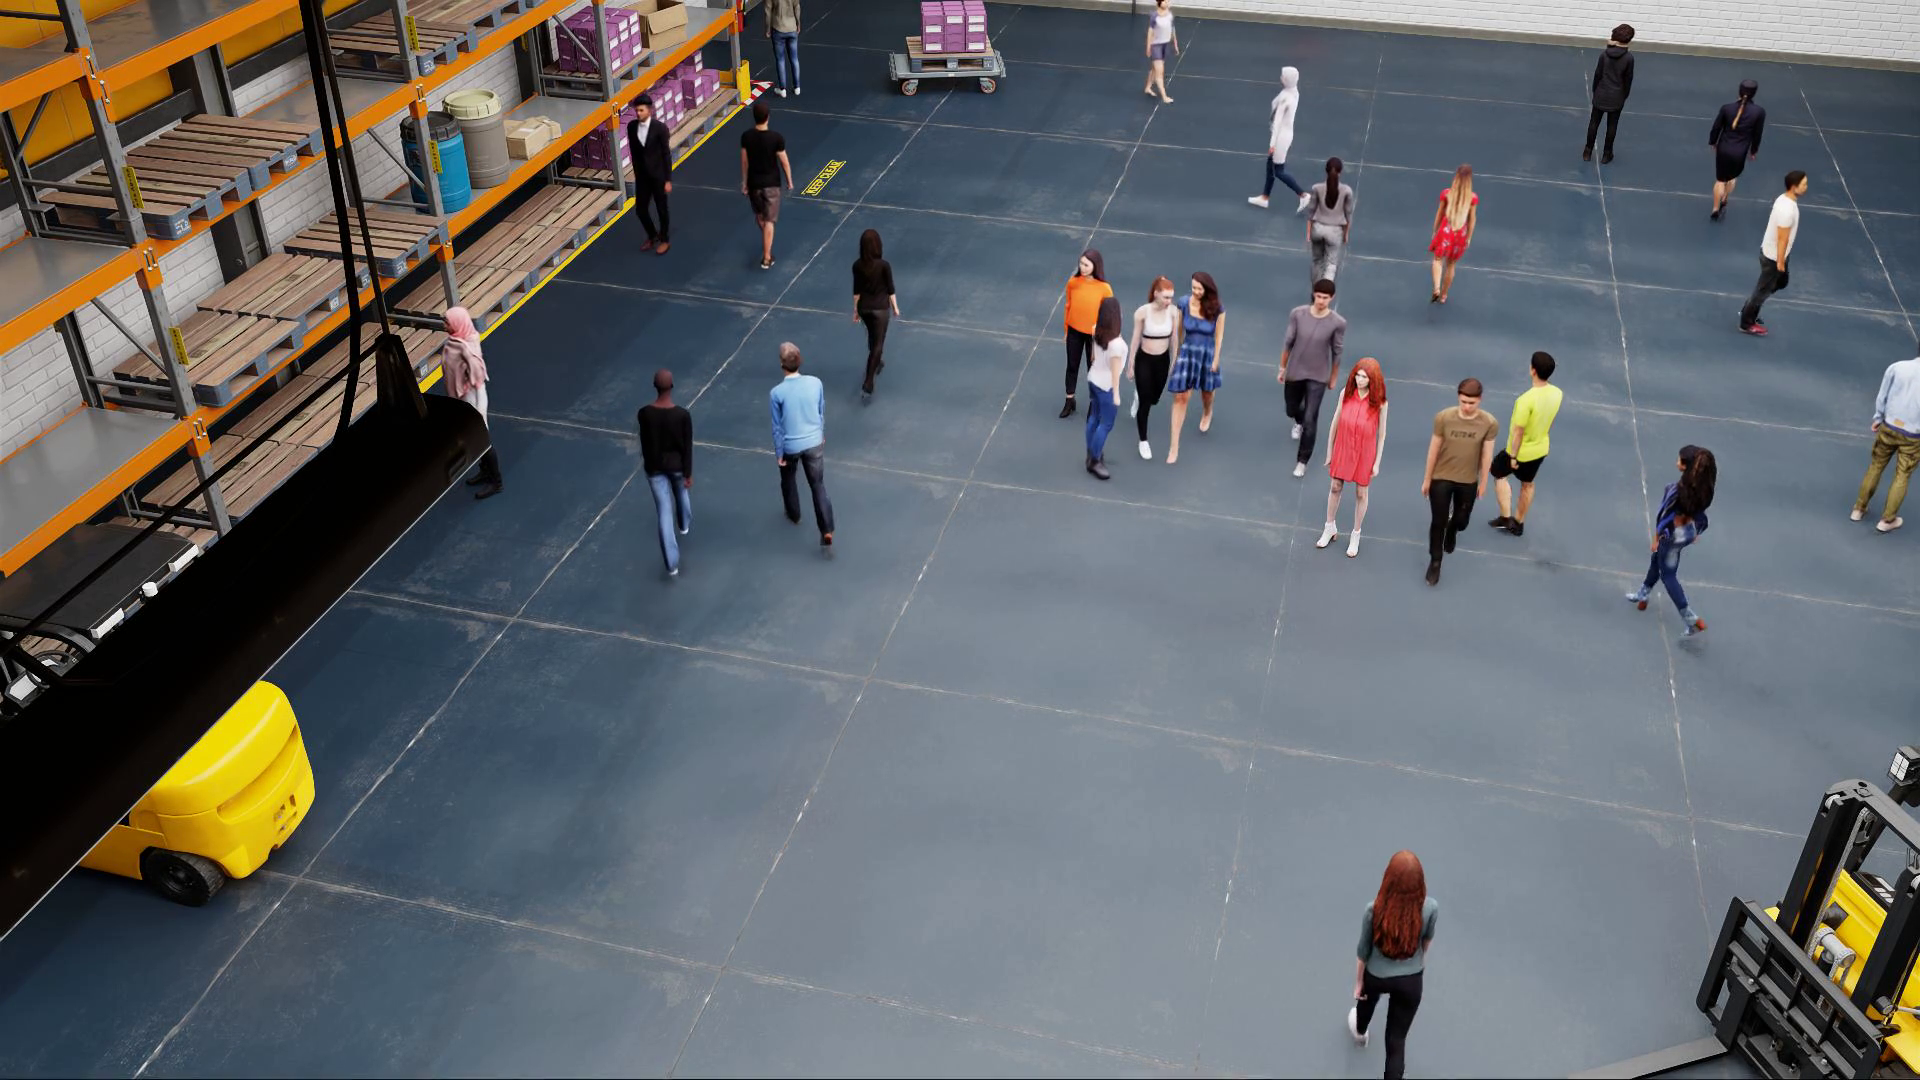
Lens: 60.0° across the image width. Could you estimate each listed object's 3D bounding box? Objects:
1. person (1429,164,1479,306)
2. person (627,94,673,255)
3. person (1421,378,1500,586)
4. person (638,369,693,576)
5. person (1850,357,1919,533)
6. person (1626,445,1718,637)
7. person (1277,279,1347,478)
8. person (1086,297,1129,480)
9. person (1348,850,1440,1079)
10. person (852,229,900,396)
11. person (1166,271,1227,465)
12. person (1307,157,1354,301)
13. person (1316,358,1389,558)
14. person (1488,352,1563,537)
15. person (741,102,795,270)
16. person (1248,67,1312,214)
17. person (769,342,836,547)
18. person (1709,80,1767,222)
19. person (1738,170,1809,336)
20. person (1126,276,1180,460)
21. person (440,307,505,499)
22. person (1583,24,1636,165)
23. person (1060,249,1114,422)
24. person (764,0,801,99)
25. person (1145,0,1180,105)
[{"bbox_3d":[5.246,-3.222,17.785,0.575,1.583,0.719,9,35,13],"label":"person"},{"bbox_3d":[-3.465,-4.204,19.005,0.700,1.868,0.607,9,35,13],"label":"person"},{"bbox_3d":[4.023,-0.533,13.515,0.649,1.831,0.880,8,34,12],"label":"person"},{"bbox_3d":[-2.406,-0.524,13.622,0.897,1.700,1.238,-3,34,-5],"label":"person"},{"bbox_3d":[8.018,-0.930,14.131,0.779,1.810,0.762,-24,41,-32],"label":"person"},{"bbox_3d":[5.601,0.023,12.890,1.023,1.598,1.092,-17,37,-24],"label":"person"},{"bbox_3d":[3.157,-1.534,15.027,0.810,1.826,1.102,14,36,20],"label":"person"},{"bbox_3d":[1.274,-1.360,14.906,0.828,1.669,0.738,-9,35,-14],"label":"person"},{"bbox_3d":[2.383,2.477,9.103,0.681,1.703,1.166,4,34,5],"label":"person"},{"bbox_3d":[-0.854,-2.197,16.218,0.605,1.612,1.052,11,35,15],"label":"person"},{"bbox_3d":[2.205,-1.627,15.228,0.694,1.758,1.169,11,35,16],"label":"person"},{"bbox_3d":[3.894,-3.225,17.721,0.629,1.660,0.911,10,35,14],"label":"person"},{"bbox_3d":[3.268,-0.694,13.763,0.655,1.826,0.611,18,38,25],"label":"person"},{"bbox_3d":[4.824,-0.763,13.986,0.758,1.695,0.801,-13,36,-19],"label":"person"},{"bbox_3d":[-2.219,-3.942,18.655,0.786,1.820,1.164,4,34,6],"label":"person"},{"bbox_3d":[3.927,-4.758,19.944,0.860,1.752,1.062,17,37,24],"label":"person"},{"bbox_3d":[-1.301,-0.781,13.925,1.068,1.791,1.230,-12,35,-17],"label":"person"},{"bbox_3d":[9.180,-4.593,19.782,0.782,1.656,0.890,13,36,19],"label":"person"},{"bbox_3d":[8.352,-2.987,17.240,0.758,1.794,0.597,13,36,18],"label":"person"},{"bbox_3d":[1.749,-1.646,15.285,0.871,1.727,1.086,-3,34,-4],"label":"person"},{"bbox_3d":[-4.274,-1.211,14.562,0.792,1.803,0.733,-18,38,-25],"label":"person"},{"bbox_3d":[8.366,-5.738,21.392,0.680,1.781,0.673,17,37,23],"label":"person"},{"bbox_3d":[1.197,-1.951,15.723,0.657,1.749,0.610,15,36,21],"label":"person"},{"bbox_3d":[-2.491,-7.223,23.551,0.792,1.864,0.825,-14,36,-20],"label":"person"},{"bbox_3d":[2.777,-6.991,23.505,0.974,1.528,1.000,-21,39,-29],"label":"person"}]
